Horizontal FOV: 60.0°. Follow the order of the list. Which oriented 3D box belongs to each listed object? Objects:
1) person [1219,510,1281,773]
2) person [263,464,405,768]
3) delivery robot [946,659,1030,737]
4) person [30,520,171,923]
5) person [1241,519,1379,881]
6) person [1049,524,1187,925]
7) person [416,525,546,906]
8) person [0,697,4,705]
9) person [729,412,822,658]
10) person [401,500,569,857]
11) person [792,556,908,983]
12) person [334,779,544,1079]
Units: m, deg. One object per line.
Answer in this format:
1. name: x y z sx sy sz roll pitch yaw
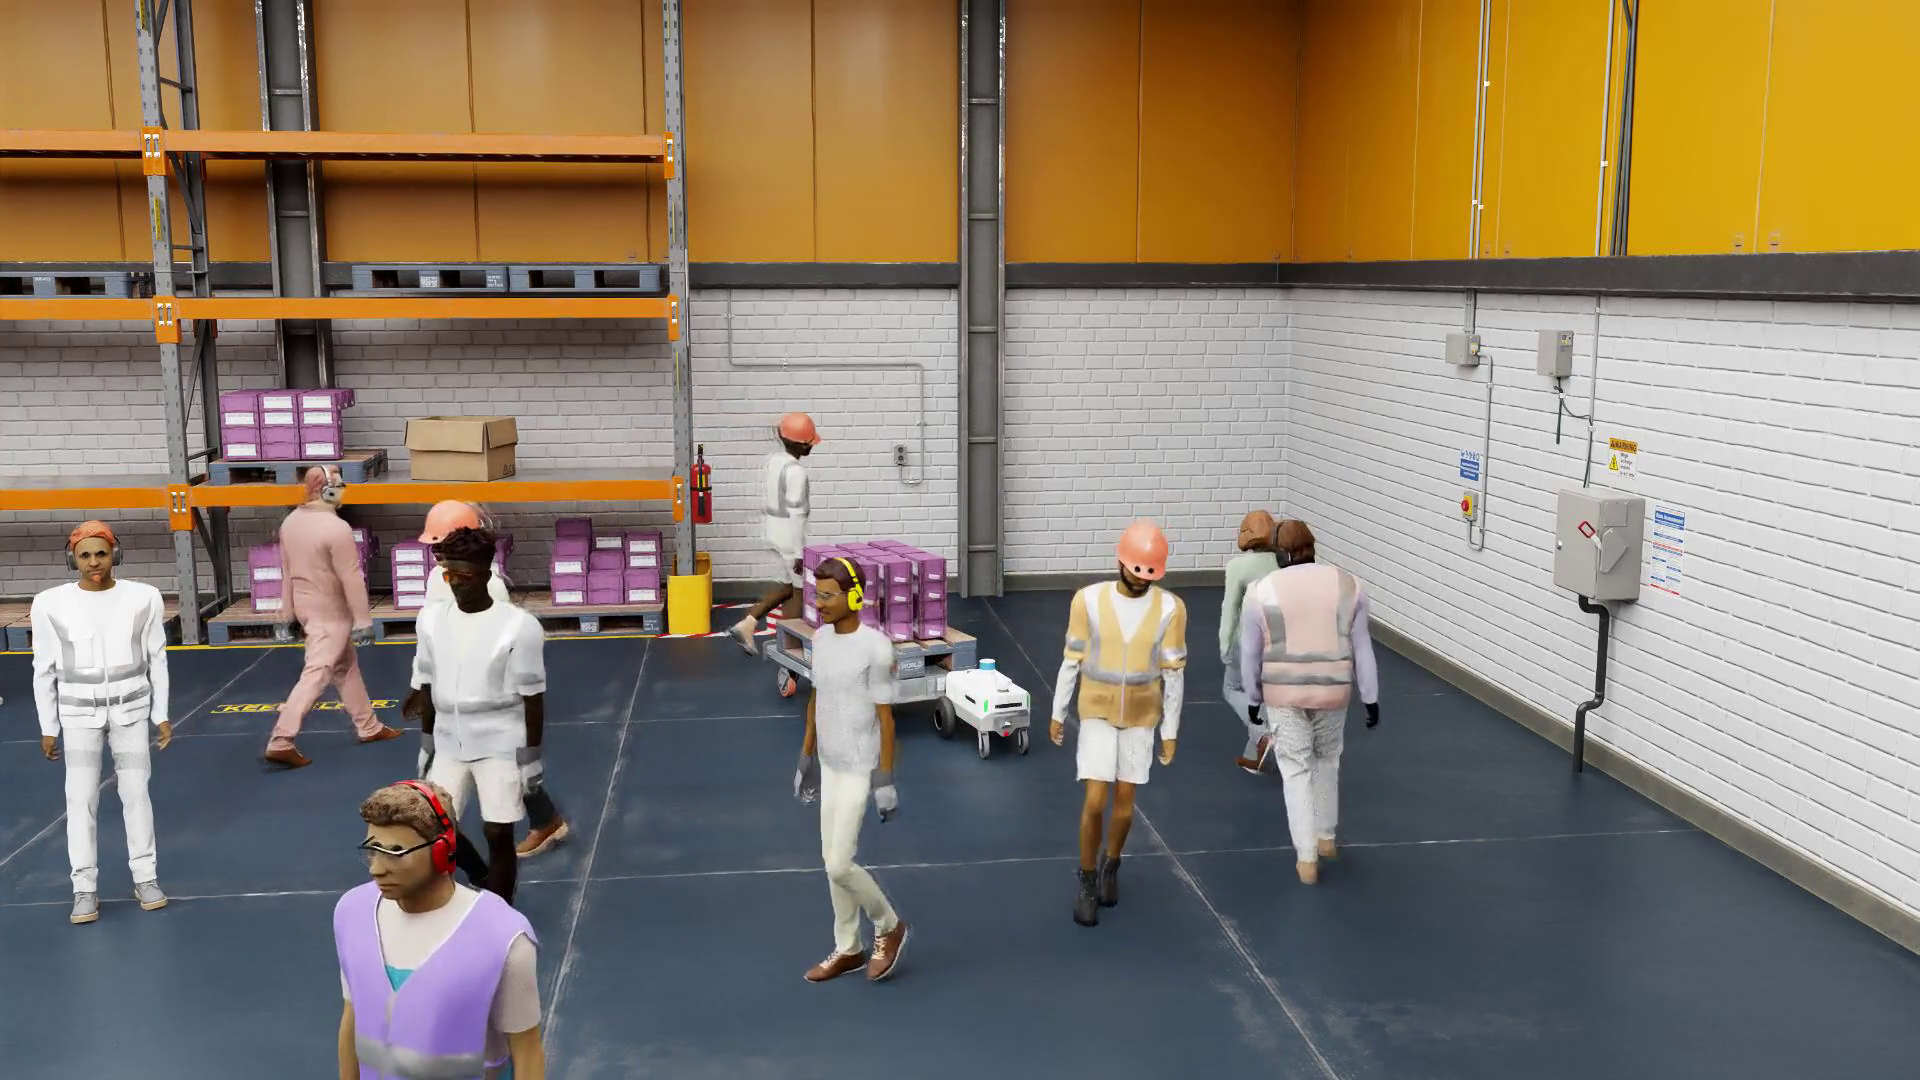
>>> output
1. person: 1.816 0.637 9.989 0.533 1.598 0.503 -4 10 -23
2. person: -3.964 0.458 10.372 0.657 1.865 1.011 8 12 41
3. delivery robot: 0.176 1.007 10.664 0.477 0.478 0.707 -3 10 -21
4. person: -4.029 0.844 7.847 0.574 1.882 0.356 -6 11 -33
5. person: 1.755 0.782 8.493 0.692 1.801 0.735 0 9 1
6. person: 0.738 0.853 7.776 0.632 1.884 0.724 0 9 1
7. person: -2.102 0.897 7.274 0.628 1.955 0.426 2 9 14
8. person: -6.959 0.261 11.596 0.333 1.844 0.515 -6 11 -35
9. person: -1.366 0.014 12.666 0.647 1.999 0.638 -4 10 -25
10. person: -2.419 0.740 8.350 1.052 1.940 0.595 -8 12 -40
11. person: -0.513 0.983 7.069 0.370 1.854 0.533 -7 12 -38
12. person: -1.270 1.465 4.089 0.570 1.841 0.372 4 10 22
